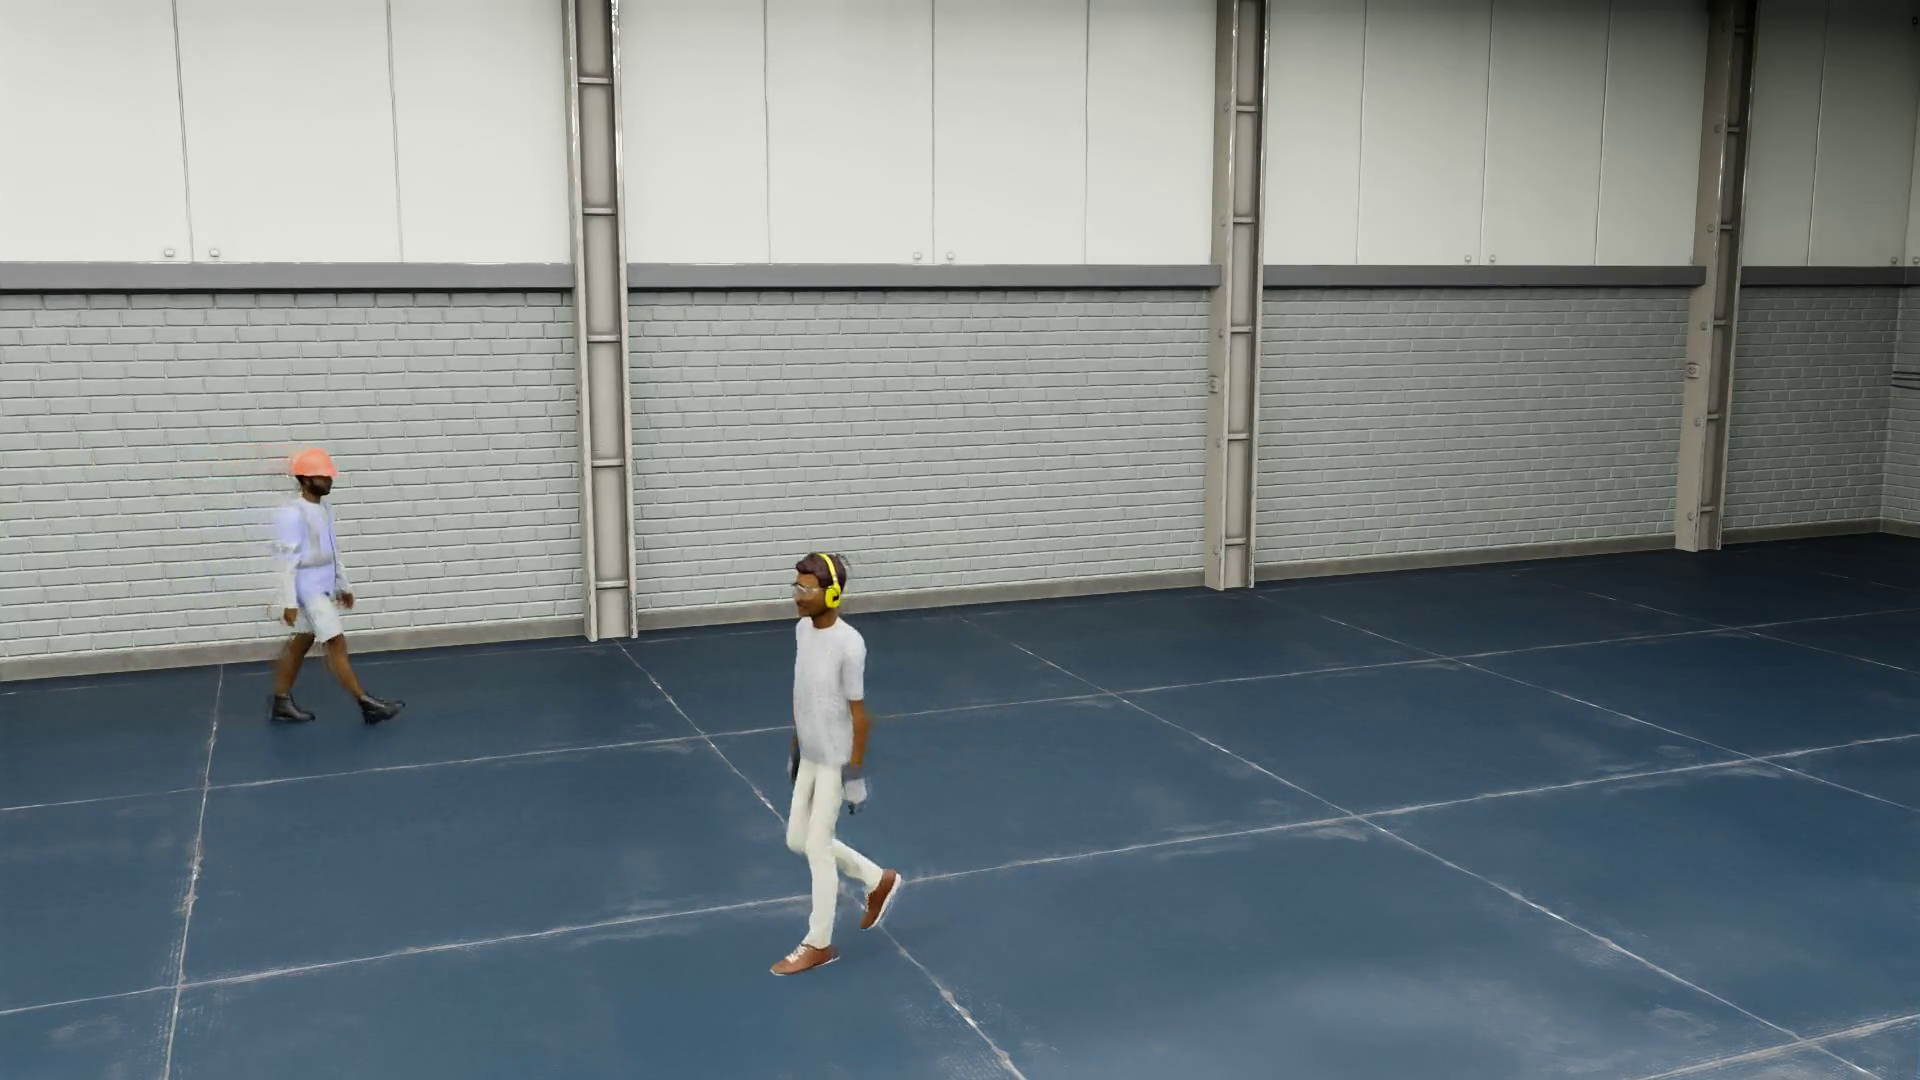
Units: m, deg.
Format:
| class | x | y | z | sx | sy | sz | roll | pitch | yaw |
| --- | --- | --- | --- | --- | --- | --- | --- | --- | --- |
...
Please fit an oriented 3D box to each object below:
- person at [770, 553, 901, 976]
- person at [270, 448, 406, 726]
| class | x | y | z | sx | sy | sz | roll | pitch | yaw |
| --- | --- | --- | --- | --- | --- | --- | --- | --- | --- |
| person | -0.558 | 0.955 | 7.292 | 0.610 | 1.859 | 0.530 | -6 | 11 | -32 |
| person | -4.250 | 0.324 | 11.160 | 0.975 | 1.882 | 0.565 | 0 | 9 | 1 |
